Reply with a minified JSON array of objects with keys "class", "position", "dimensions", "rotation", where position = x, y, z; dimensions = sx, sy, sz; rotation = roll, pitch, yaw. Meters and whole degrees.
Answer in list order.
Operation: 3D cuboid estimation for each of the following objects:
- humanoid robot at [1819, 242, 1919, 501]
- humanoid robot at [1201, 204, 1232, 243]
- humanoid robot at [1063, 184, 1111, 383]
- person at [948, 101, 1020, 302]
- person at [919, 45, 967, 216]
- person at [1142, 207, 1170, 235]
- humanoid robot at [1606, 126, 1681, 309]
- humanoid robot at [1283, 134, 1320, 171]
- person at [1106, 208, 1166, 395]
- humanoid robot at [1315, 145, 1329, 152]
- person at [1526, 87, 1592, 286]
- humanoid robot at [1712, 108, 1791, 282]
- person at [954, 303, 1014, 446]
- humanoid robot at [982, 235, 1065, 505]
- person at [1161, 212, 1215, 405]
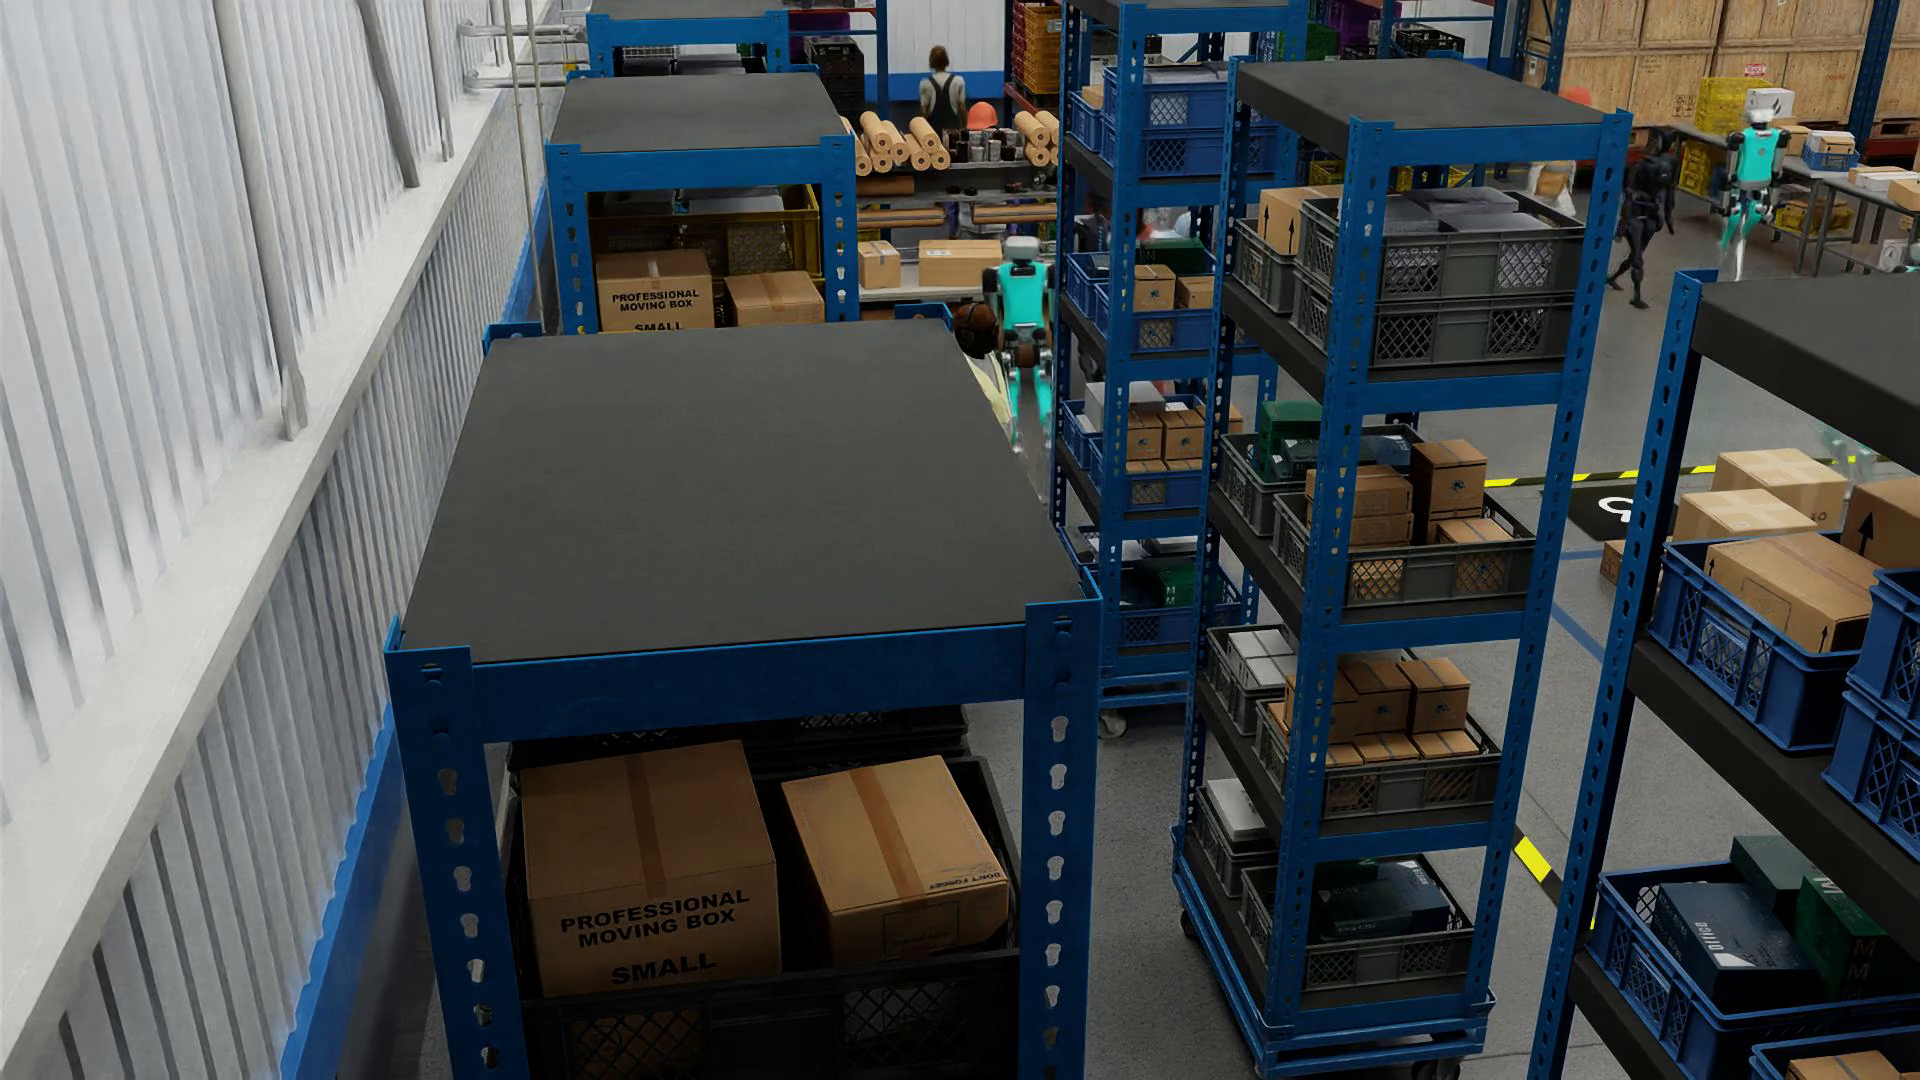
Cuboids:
[{"class":"humanoid robot","position":[5.936,-0.991,10.780],"dimensions":[0.776,1.849,0.562],"rotation":[-8,26,-16]},{"class":"humanoid robot","position":[2.607,-3.745,16.809],"dimensions":[0.541,1.889,0.761],"rotation":[2,25,4]},{"class":"humanoid robot","position":[1.066,-1.903,12.796],"dimensions":[0.608,1.644,0.700],"rotation":[-3,25,-6]},{"class":"person","position":[0.193,-2.623,13.881],"dimensions":[0.607,2.043,0.395],"rotation":[4,25,10]},{"class":"person","position":[-0.181,-4.436,18.088],"dimensions":[0.514,1.851,0.493],"rotation":[0,25,1]},{"class":"person","position":[1.666,-2.712,14.428],"dimensions":[0.294,1.744,0.486],"rotation":[-11,27,-22]},{"class":"humanoid robot","position":[6.187,-2.966,15.145],"dimensions":[0.597,1.637,0.759],"rotation":[-8,26,-18]},{"class":"humanoid robot","position":[3.804,-4.509,18.420],"dimensions":[0.587,1.651,0.404],"rotation":[-15,28,-29]},{"class":"person","position":[1.204,-1.551,11.757],"dimensions":[0.925,1.869,0.598],"rotation":[-16,29,-30]},{"class":"humanoid robot","position":[4.411,-4.896,19.239],"dimensions":[0.771,1.812,0.542],"rotation":[17,30,33]},{"class":"person","position":[5.522,-3.247,15.430],"dimensions":[0.647,1.875,0.942],"rotation":[-15,28,-29]},{"class":"humanoid robot","position":[7.135,-3.050,15.305],"dimensions":[0.569,1.906,0.760],"rotation":[1,25,2]},{"class":"person","position":[0.086,-0.445,9.383],"dimensions":[0.429,1.842,0.633],"rotation":[8,26,16]},{"class":"humanoid robot","position":[0.432,-1.016,10.796],"dimensions":[0.547,1.832,0.665],"rotation":[-2,25,-3]},{"class":"person","position":[1.526,-1.306,11.249],"dimensions":[0.407,1.847,0.589],"rotation":[-4,25,-9]}]
